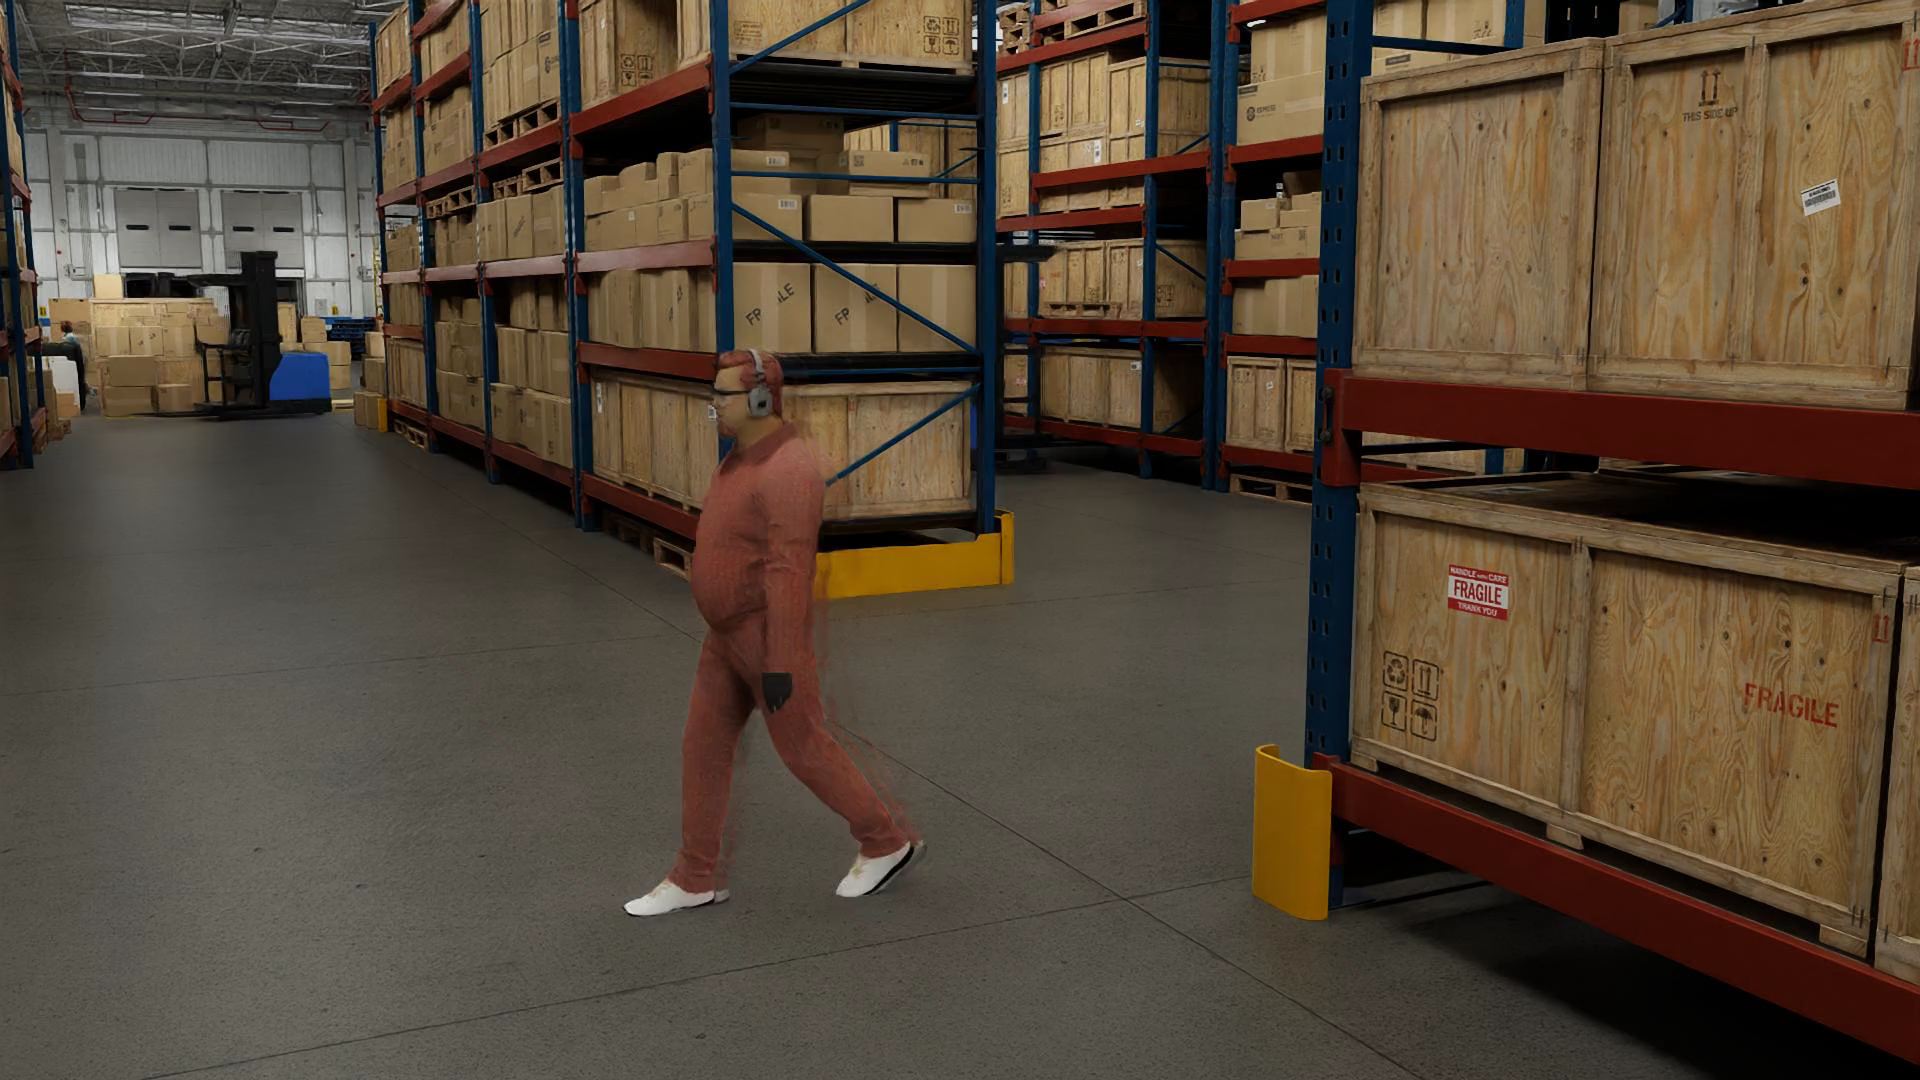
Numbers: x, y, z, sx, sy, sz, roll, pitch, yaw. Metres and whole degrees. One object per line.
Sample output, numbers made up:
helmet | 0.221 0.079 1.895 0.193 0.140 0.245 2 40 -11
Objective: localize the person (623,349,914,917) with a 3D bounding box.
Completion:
person | -0.602 0.303 5.482 0.959 1.871 0.653 -4 9 -26

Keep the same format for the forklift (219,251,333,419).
forklift | -11.843 -3.509 28.288 1.873 2.768 1.129 -7 11 -39

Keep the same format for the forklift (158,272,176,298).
forklift | -24.191 -6.780 50.842 1.873 2.768 1.129 -3 9 -19

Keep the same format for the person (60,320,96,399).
person | -17.331 -3.493 32.521 0.668 1.620 0.523 -6 10 -37

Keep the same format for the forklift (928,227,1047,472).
forklift | -0.079 -2.181 19.130 1.873 2.768 1.129 -4 9 -26
